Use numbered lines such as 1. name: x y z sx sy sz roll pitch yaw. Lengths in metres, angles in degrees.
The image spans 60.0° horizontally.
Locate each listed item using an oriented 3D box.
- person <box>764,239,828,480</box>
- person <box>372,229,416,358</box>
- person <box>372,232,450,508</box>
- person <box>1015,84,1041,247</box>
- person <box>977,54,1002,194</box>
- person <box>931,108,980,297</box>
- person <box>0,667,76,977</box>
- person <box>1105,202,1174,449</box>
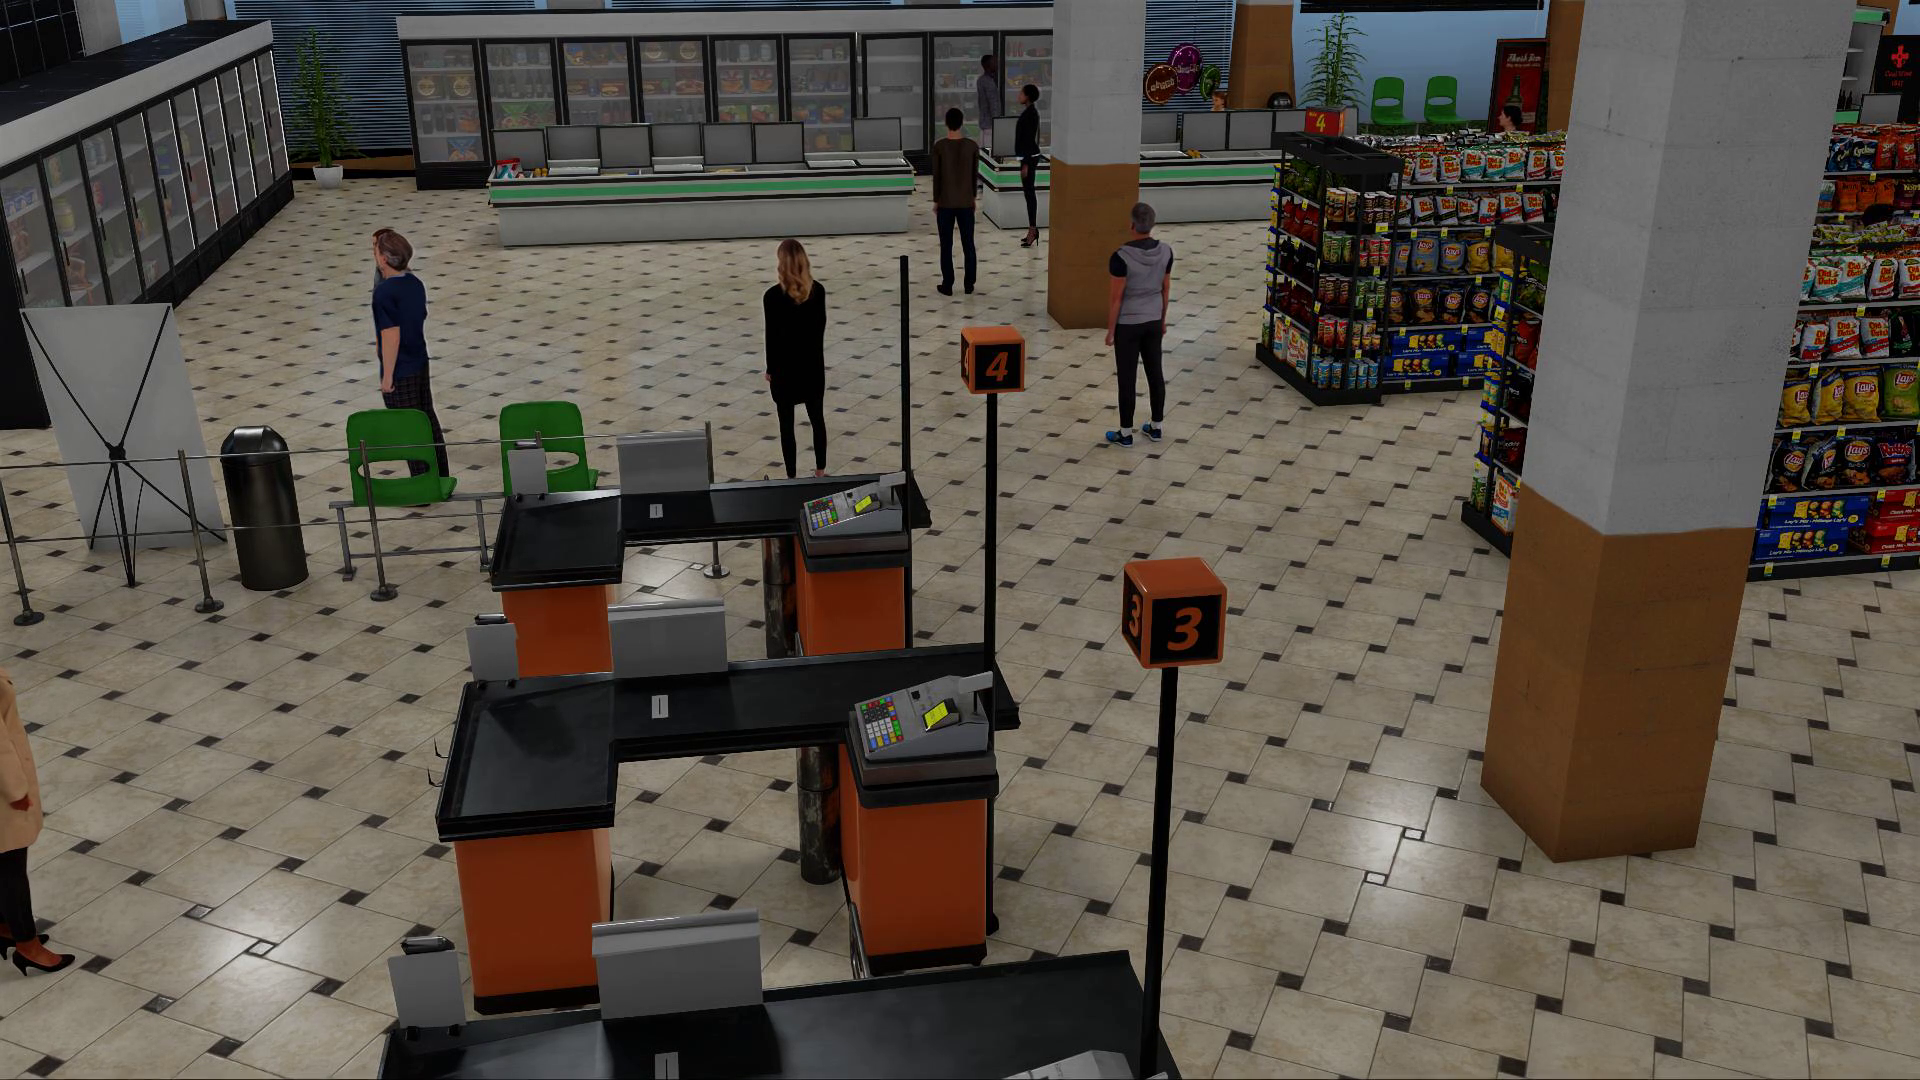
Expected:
1. person: -1.118 -1.175 11.442 0.595 1.802 0.734 -13 25 -30
2. person: -4.117 -1.455 12.272 0.678 1.703 0.737 15 26 32
3. person: -3.764 -1.158 11.308 0.682 1.871 0.731 5 22 12
4. person: 0.796 -4.344 19.286 0.628 1.834 0.671 3 22 7
5. person: 0.374 -5.578 22.351 0.580 1.839 0.715 -6 23 -16
6. person: -0.047 -3.455 17.001 0.516 1.888 0.712 -5 22 -12
7. person: -3.748 0.915 6.402 0.706 1.682 0.732 19 29 39
8. person: 1.352 -1.615 12.502 0.609 1.829 0.807 -11 24 -25
